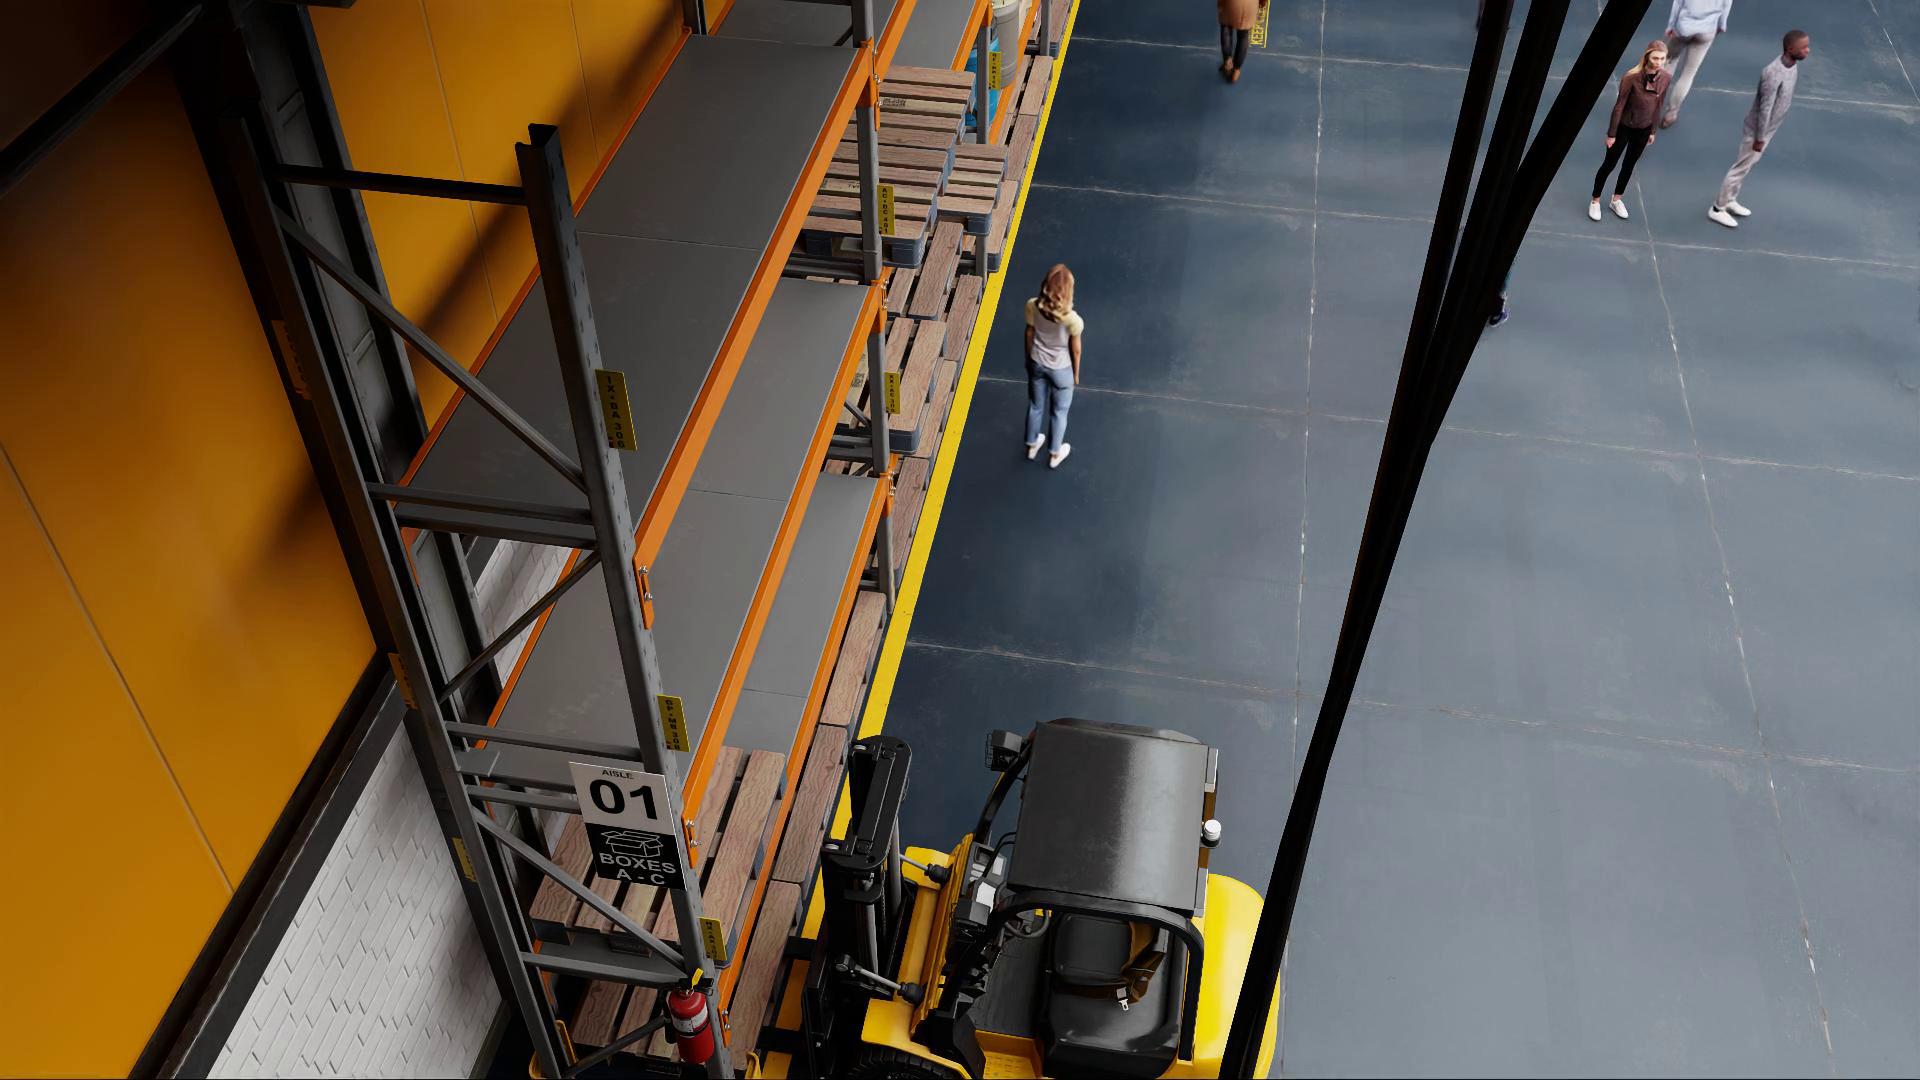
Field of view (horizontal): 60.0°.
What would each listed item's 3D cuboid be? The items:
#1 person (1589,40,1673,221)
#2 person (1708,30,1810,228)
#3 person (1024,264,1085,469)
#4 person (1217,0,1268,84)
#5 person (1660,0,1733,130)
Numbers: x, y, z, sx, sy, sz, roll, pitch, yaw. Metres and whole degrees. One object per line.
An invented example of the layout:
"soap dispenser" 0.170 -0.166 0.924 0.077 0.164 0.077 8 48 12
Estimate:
"person" 5.983 -3.658 14.816 0.661 1.704 0.599 -5 44 -5
"person" 7.072 -3.669 14.735 0.815 1.832 0.662 28 50 27
"person" 0.676 -1.277 12.306 0.688 1.719 0.660 20 47 20
"person" 2.813 -5.380 16.617 0.689 1.713 0.687 2 44 2
"person" 7.022 -4.834 15.930 0.875 1.869 1.060 22 48 22
